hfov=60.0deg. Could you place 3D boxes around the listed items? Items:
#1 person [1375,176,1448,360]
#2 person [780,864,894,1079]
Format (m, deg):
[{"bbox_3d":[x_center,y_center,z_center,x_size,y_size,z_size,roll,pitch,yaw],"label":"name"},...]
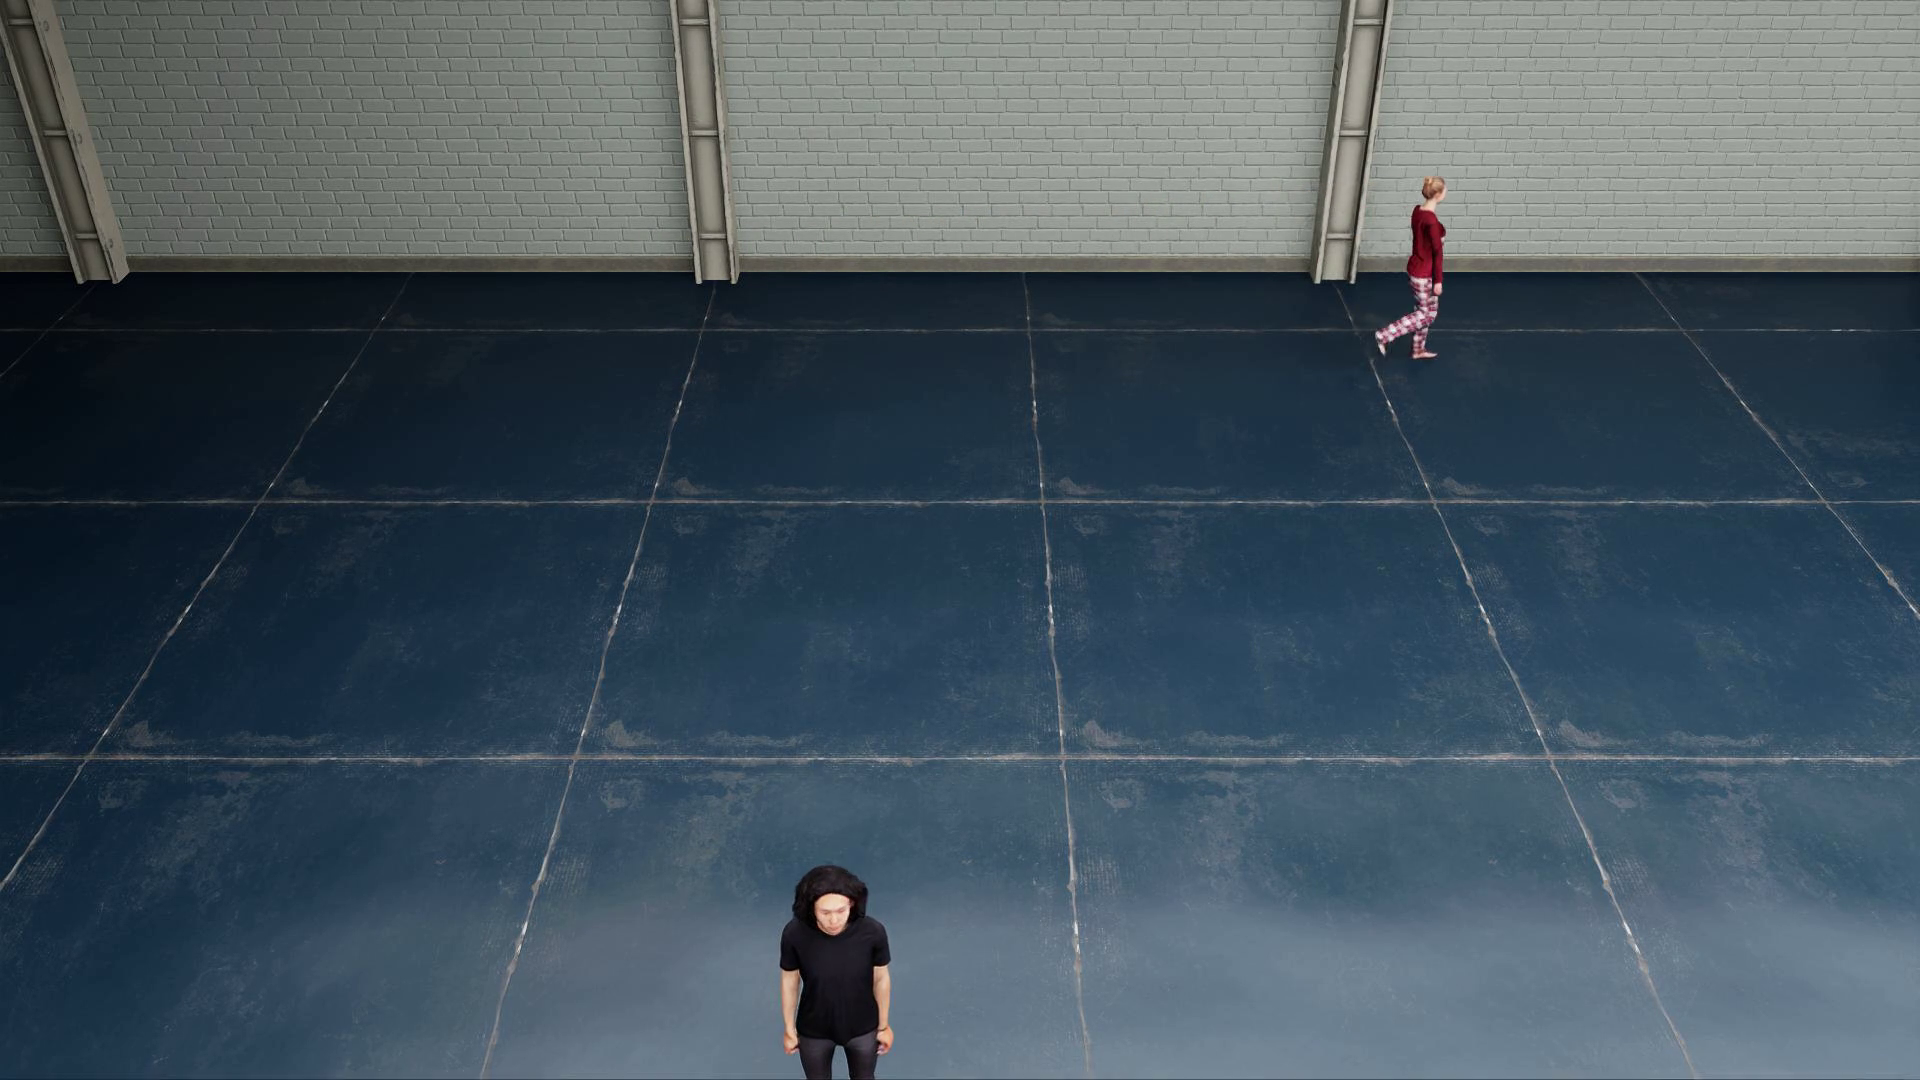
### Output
[{"bbox_3d":[3.921,-2.295,14.268,0.862,1.689,0.675,-4,33,-6],"label":"person"},{"bbox_3d":[-0.536,2.108,7.364,0.460,1.835,0.708,-2,33,-3],"label":"person"}]
